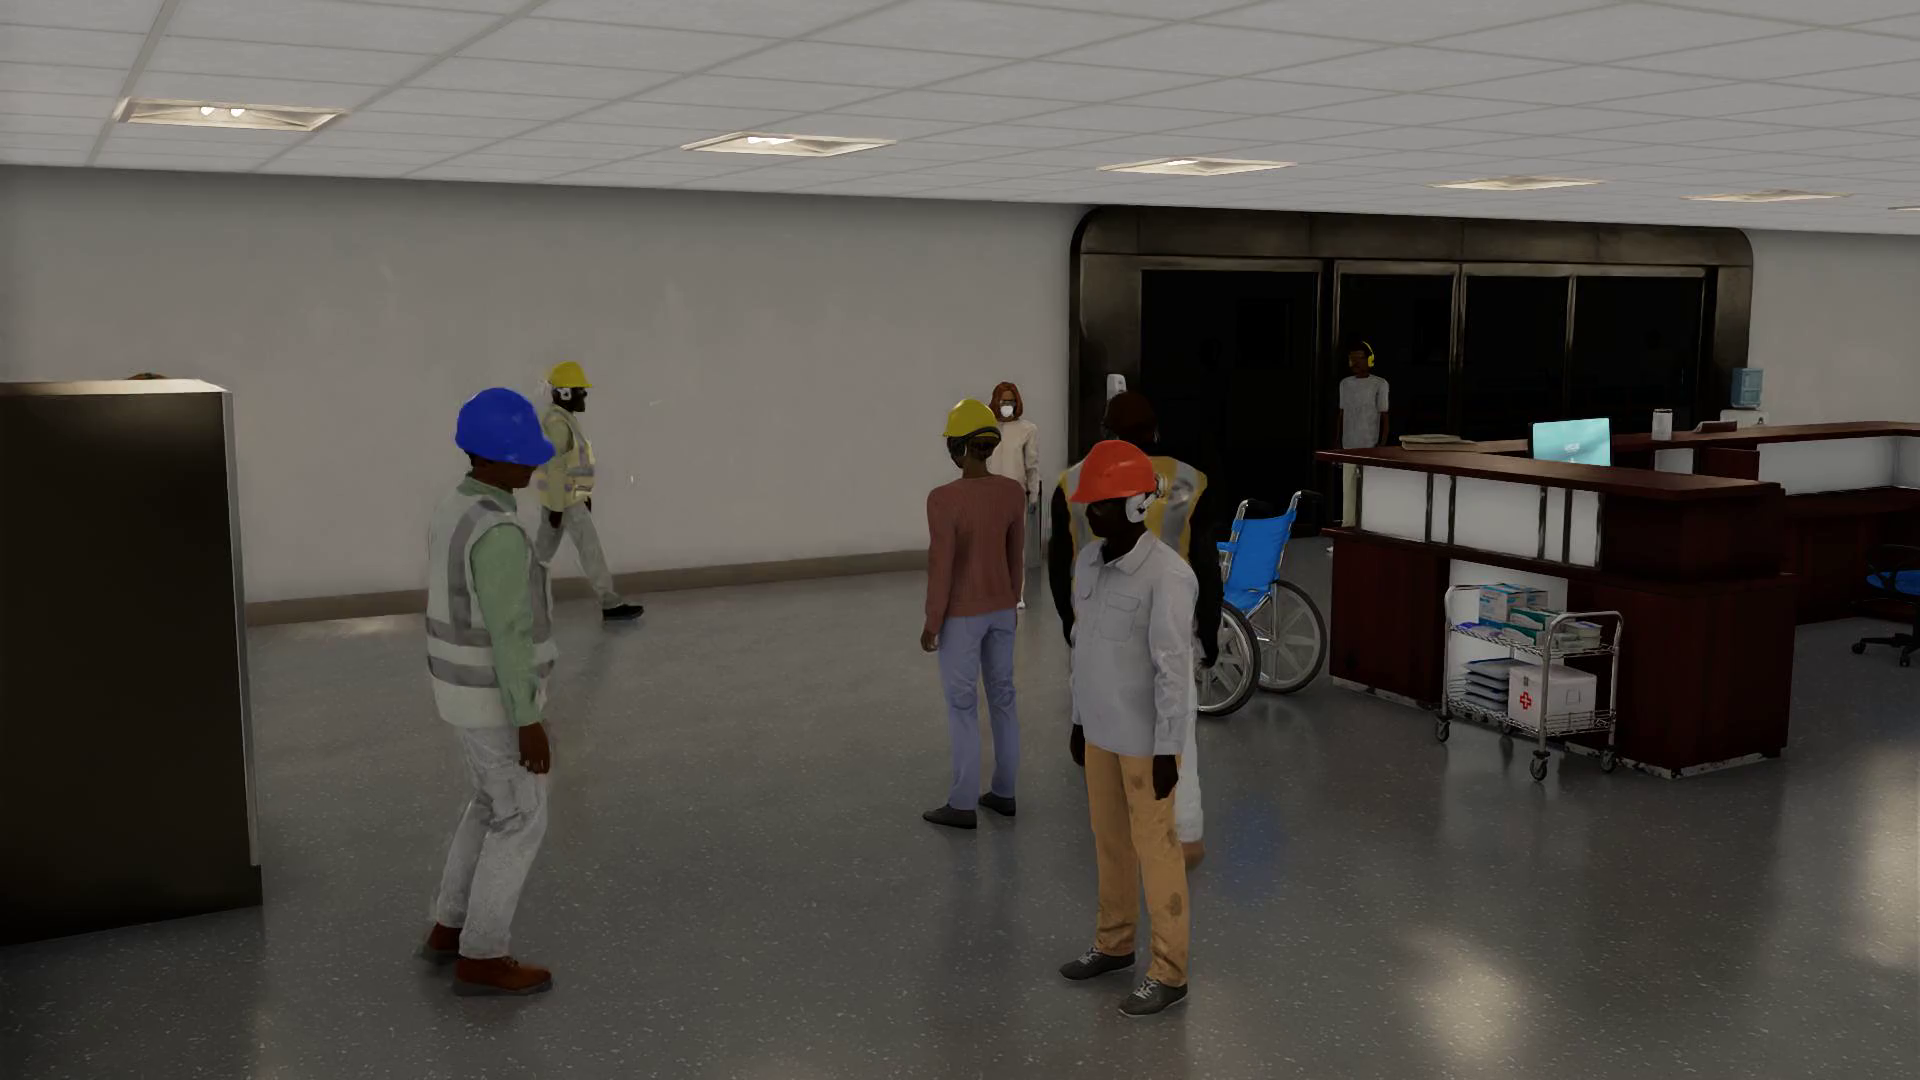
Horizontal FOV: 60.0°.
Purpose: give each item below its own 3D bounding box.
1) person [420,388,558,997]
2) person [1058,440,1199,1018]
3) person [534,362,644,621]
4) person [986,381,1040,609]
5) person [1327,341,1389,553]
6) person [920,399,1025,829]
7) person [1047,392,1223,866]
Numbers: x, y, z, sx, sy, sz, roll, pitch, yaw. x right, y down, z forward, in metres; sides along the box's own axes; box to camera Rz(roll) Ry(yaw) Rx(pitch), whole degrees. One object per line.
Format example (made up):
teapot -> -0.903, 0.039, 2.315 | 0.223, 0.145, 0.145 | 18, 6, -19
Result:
person -> -1.475, 0.481, 5.131 | 0.424, 1.901, 0.739 | -4, 9, -27
person -> 0.489, 0.563, 5.085 | 0.361, 1.742, 0.563 | -4, 9, -29
person -> -2.688, -0.319, 11.313 | 0.932, 1.787, 0.603 | -2, 8, -17
person -> 0.312, -0.314, 11.850 | 0.508, 1.628, 0.287 | 0, 8, 2
person -> 3.465, -0.788, 14.432 | 0.312, 1.862, 0.537 | -7, 11, -42
person -> 0.049, 0.303, 6.878 | 0.530, 1.768, 0.312 | -7, 11, -43
person -> 0.670, 0.344, 6.431 | 0.678, 1.809, 0.431 | 2, 8, 13
